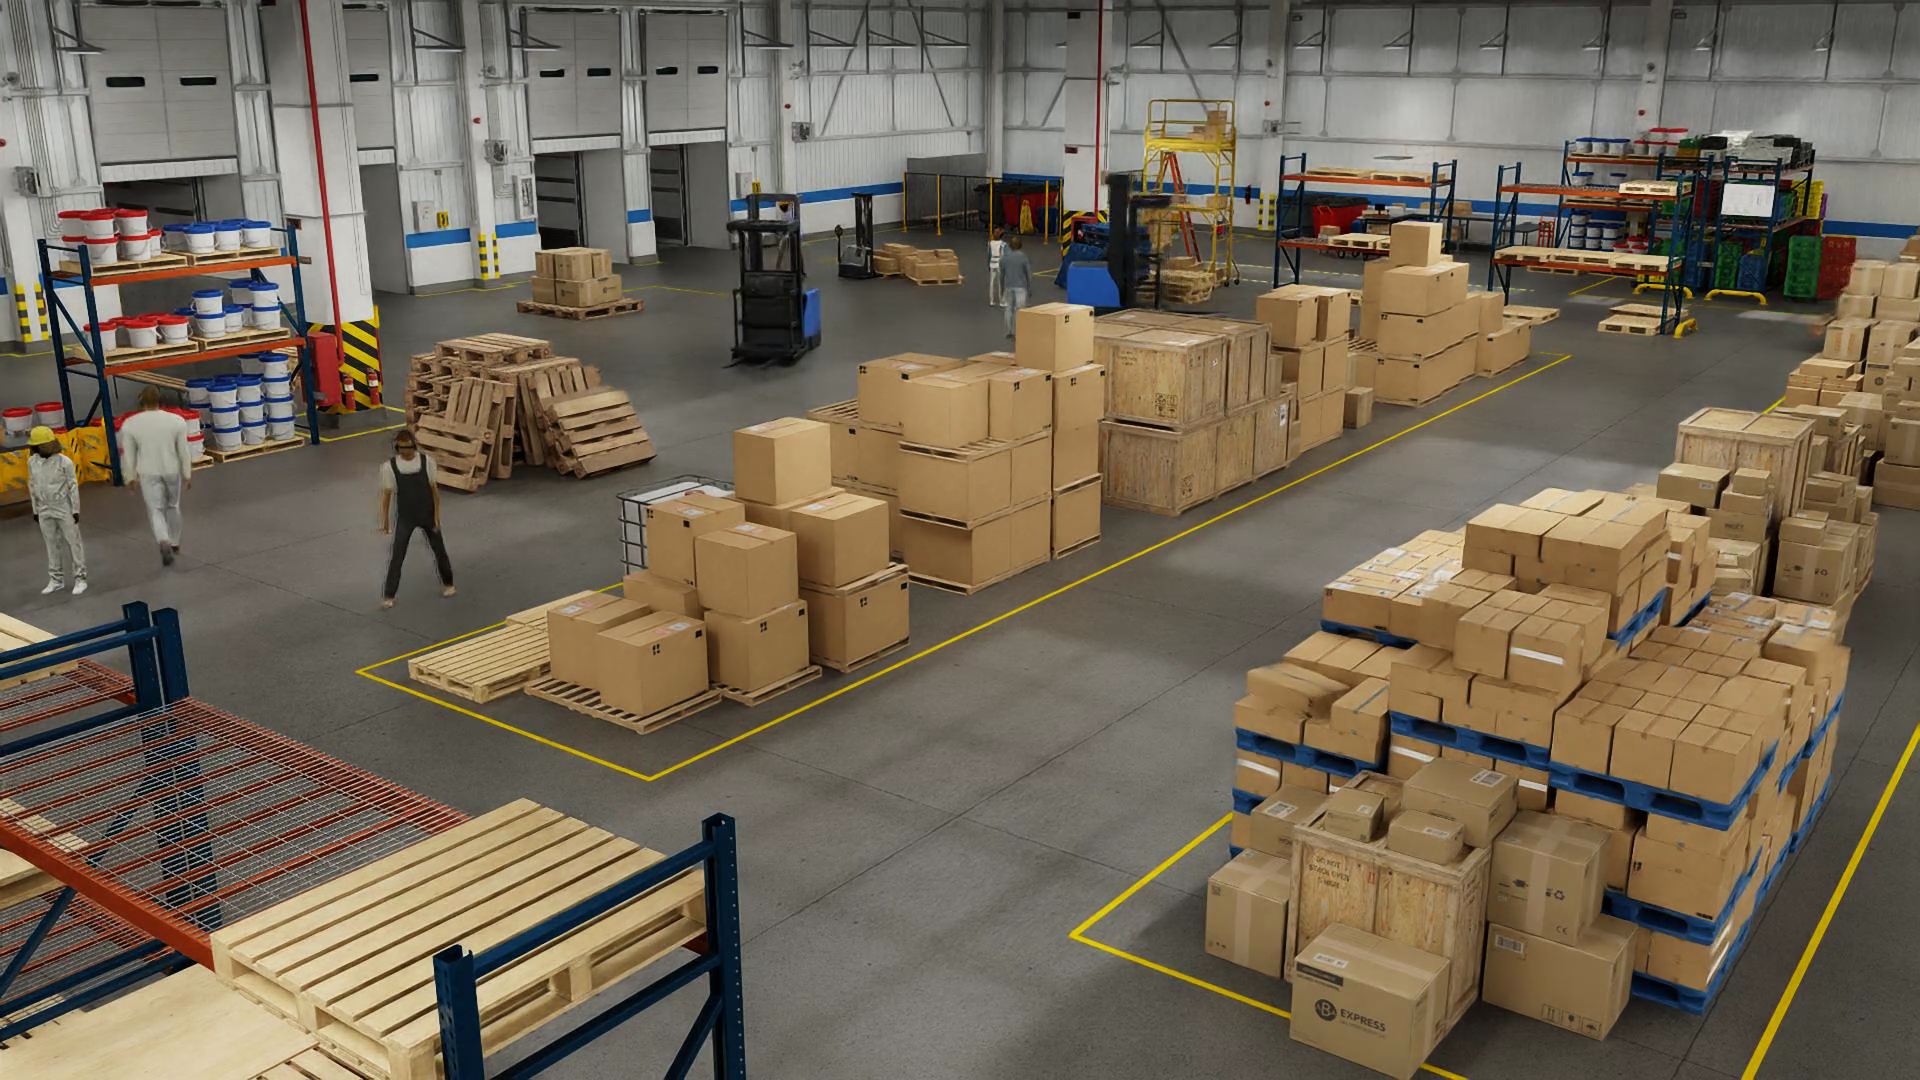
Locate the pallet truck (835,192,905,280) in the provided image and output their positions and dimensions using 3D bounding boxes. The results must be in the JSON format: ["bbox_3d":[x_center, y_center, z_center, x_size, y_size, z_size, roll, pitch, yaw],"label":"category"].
[{"bbox_3d":[-1.936,-7.159,38.982,1.885,1.965,0.823,-12,21,-34],"label":"pallet truck"}]

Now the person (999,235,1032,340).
[{"bbox_3d":[1.035,-4.679,30.874,0.635,1.936,0.355,6,18,20],"label":"person"}]

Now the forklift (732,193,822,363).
[{"bbox_3d":[-3.214,-4.669,29.235,1.129,2.768,1.873,4,17,12],"label":"forklift"}]

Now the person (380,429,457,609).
[{"bbox_3d":[-5.439,-0.227,16.403,0.738,1.799,0.541,-6,18,-19],"label":"person"}]

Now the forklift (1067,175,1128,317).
[{"bbox_3d":[3.097,-5.808,33.005,1.873,2.768,1.129,2,17,8],"label":"forklift"}]

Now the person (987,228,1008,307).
[{"bbox_3d":[0.798,-5.678,34.684,0.512,1.642,0.312,12,21,35],"label":"person"}]

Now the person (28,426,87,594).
[{"bbox_3d":[-9.093,-0.299,16.709,0.483,1.738,0.313,1,17,4],"label":"person"}]

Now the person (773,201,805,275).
[{"bbox_3d":[-4.082,-7.044,38.787,1.009,1.881,0.564,-10,20,-30],"label":"person"}]

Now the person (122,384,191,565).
[{"bbox_3d":[-8.528,-0.702,17.753,0.633,1.913,0.841,-10,19,-29],"label":"person"}]
